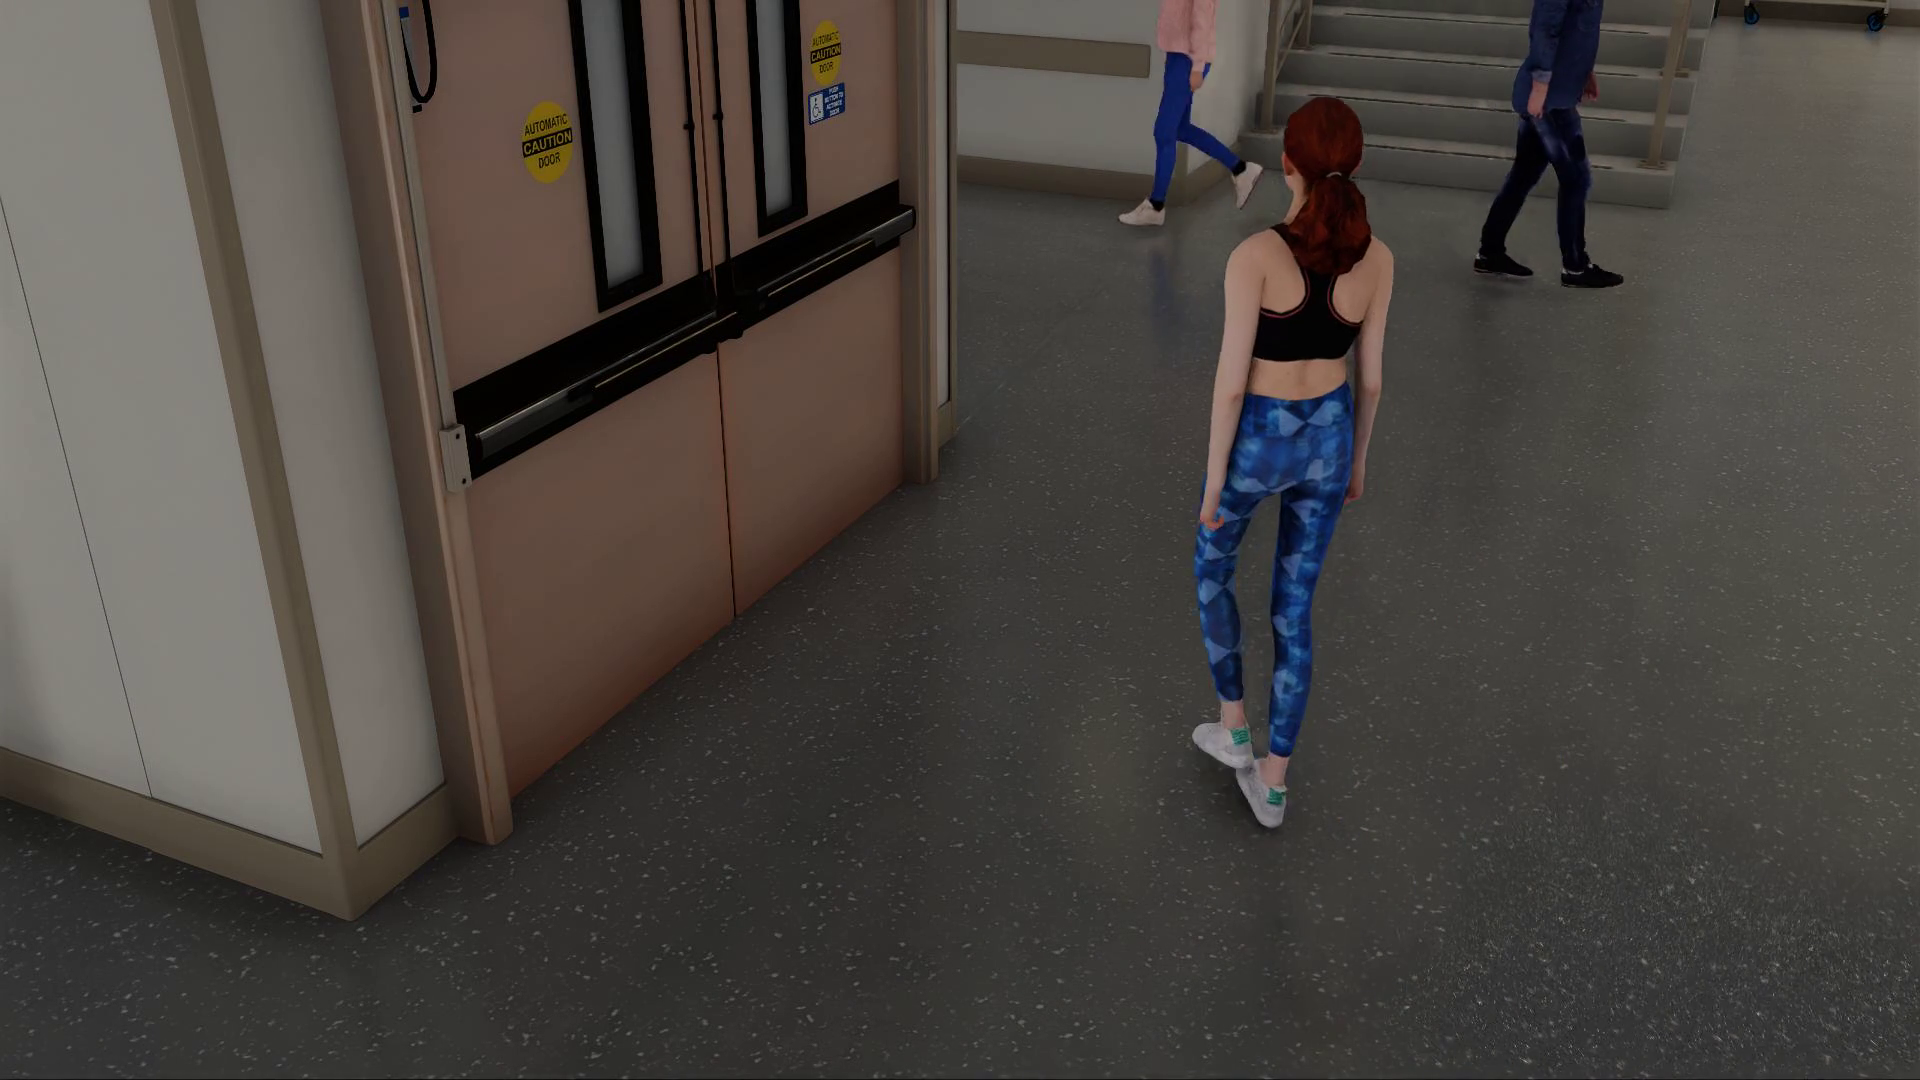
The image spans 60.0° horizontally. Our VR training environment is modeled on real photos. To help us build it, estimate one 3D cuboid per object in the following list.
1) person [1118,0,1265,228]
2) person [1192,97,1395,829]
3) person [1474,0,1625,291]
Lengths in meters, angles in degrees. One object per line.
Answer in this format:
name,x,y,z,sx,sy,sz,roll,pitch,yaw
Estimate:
person,1.305,-2.552,8.984,1.052,1.747,1.106,-3,26,-6
person,0.777,-0.102,3.874,0.746,1.773,0.808,-3,26,-7
person,2.770,-2.120,8.031,0.824,1.797,0.899,9,27,17
